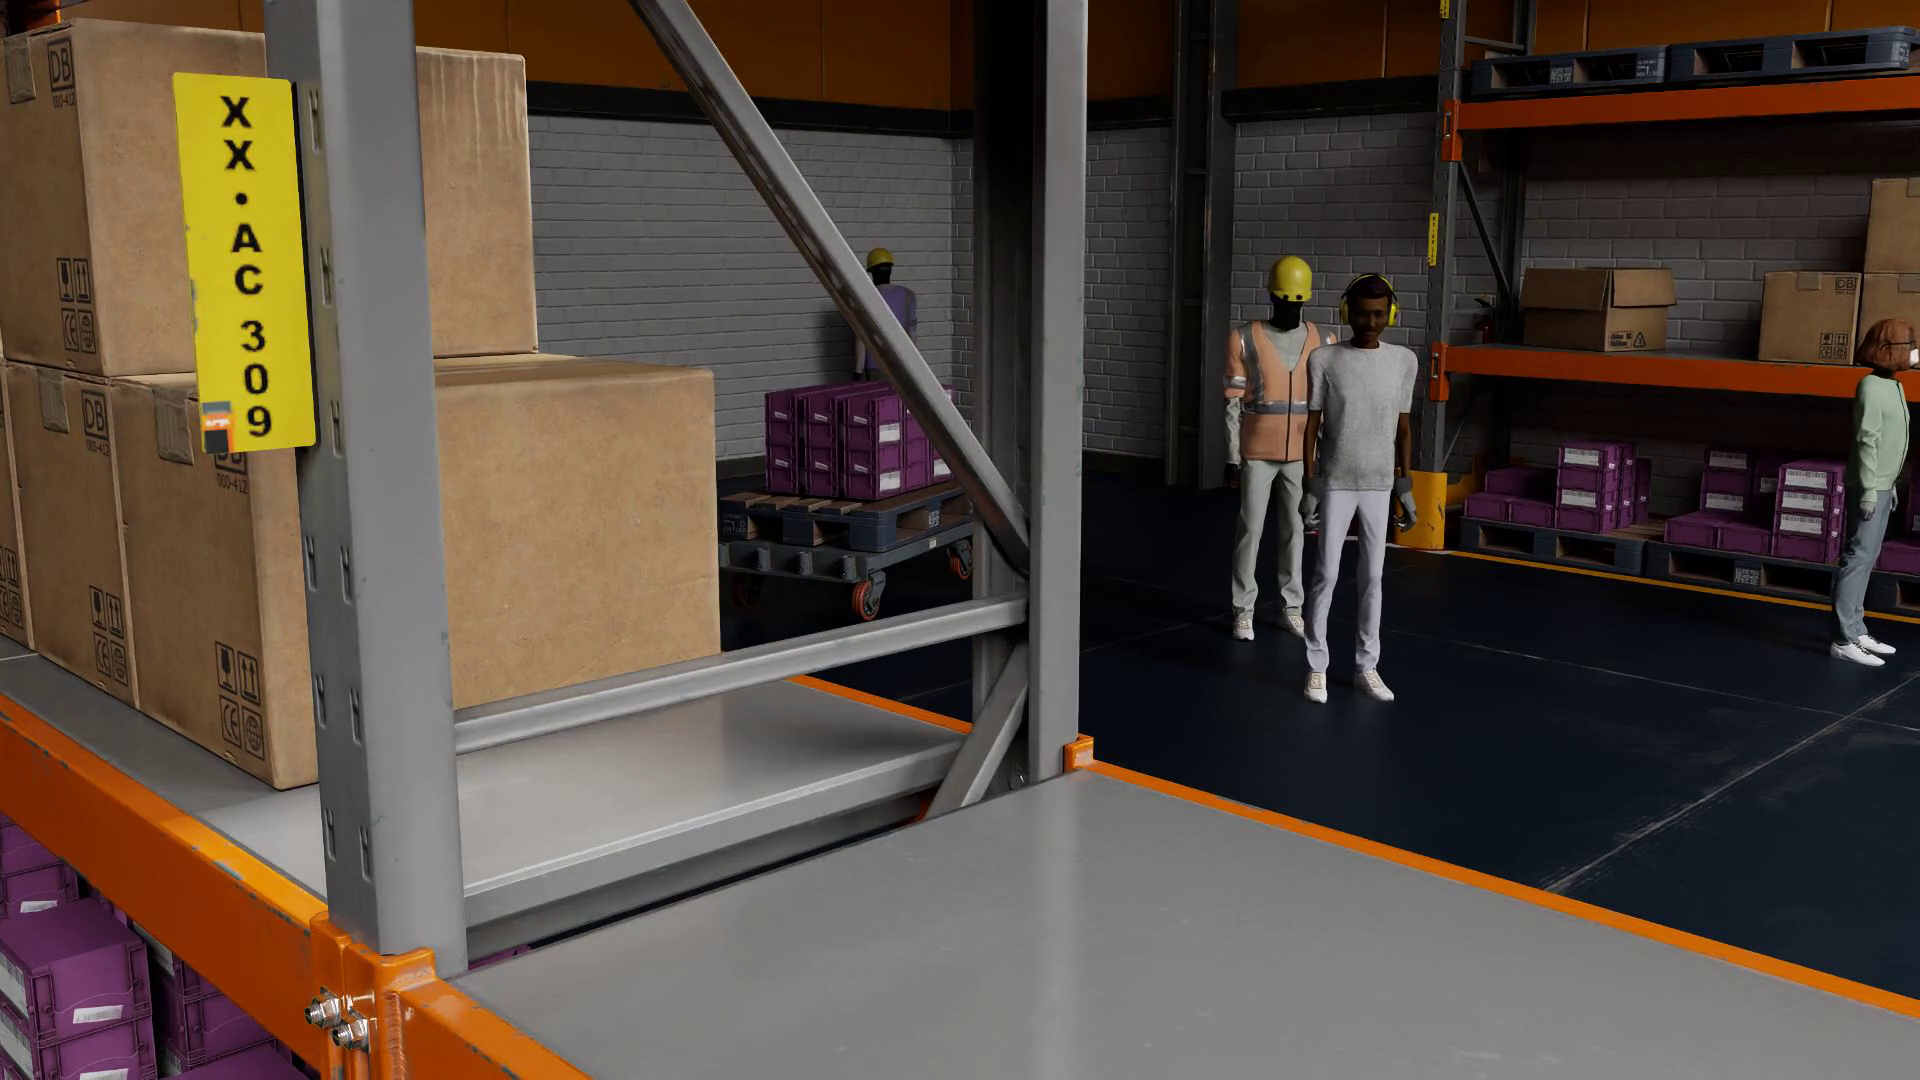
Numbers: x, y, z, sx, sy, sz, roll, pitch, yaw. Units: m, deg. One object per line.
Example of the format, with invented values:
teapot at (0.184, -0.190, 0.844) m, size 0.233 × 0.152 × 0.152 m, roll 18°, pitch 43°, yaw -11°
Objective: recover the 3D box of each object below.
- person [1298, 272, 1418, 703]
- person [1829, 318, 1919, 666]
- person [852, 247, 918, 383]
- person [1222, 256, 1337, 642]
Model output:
person at (1.731, -0.217, 7.213) m, size 0.520 × 1.865 × 0.328 m, roll -1°, pitch 10°, yaw -3°
person at (4.363, -0.234, 7.922) m, size 0.280 × 1.636 × 0.500 m, roll 8°, pitch 13°, yaw 38°
person at (-0.644, -1.500, 14.052) m, size 0.586 × 1.921 × 0.379 m, roll -6°, pitch 12°, yaw -30°
person at (1.600, -0.446, 8.313) m, size 0.585 × 1.918 × 0.379 m, roll -2°, pitch 11°, yaw -9°
